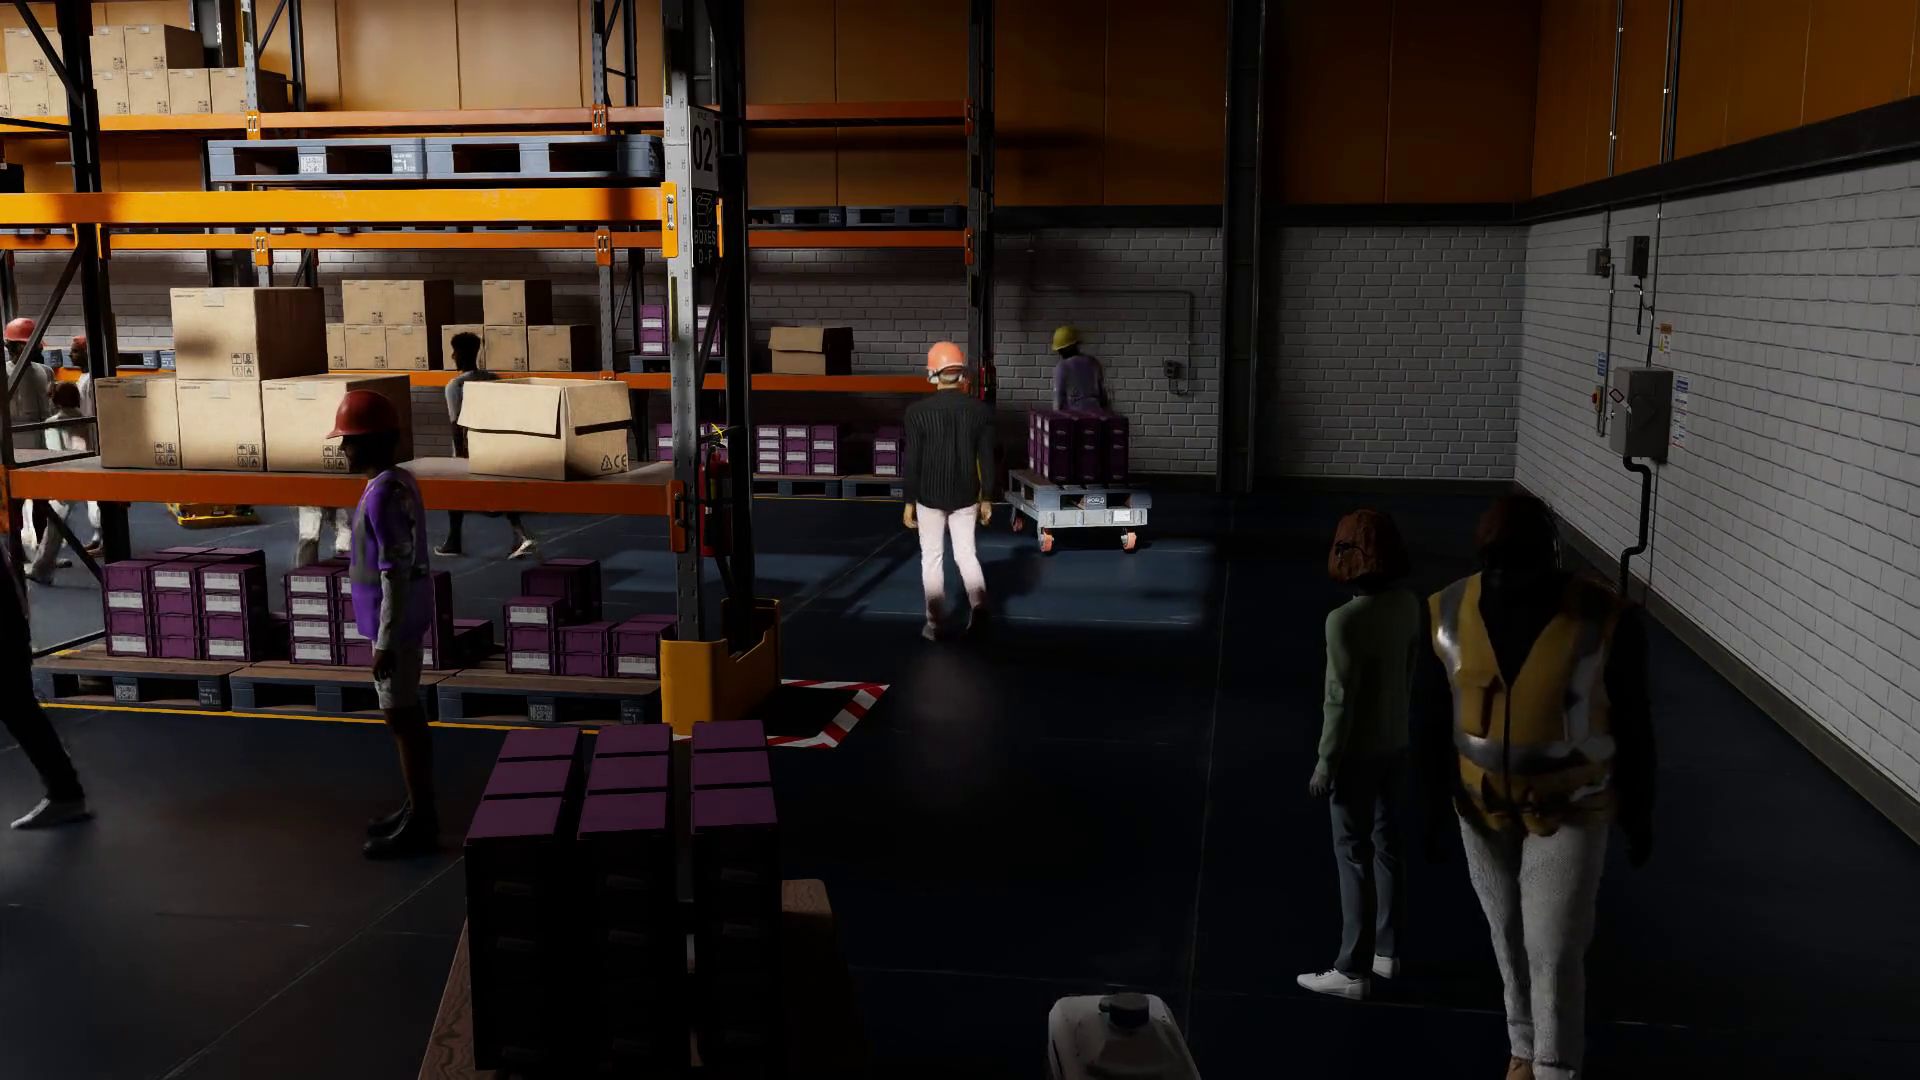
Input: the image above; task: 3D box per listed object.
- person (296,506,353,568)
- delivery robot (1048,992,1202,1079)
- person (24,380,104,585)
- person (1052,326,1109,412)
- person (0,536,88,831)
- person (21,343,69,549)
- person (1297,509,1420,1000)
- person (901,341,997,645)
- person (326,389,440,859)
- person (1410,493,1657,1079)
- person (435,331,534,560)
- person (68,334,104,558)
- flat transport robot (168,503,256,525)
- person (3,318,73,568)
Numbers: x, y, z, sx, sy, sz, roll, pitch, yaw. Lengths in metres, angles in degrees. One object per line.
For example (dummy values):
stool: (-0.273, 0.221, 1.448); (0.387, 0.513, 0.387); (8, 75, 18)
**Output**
person: (-4.500, -0.321, 11.950); (0.637, 1.614, 0.548); (-1, 9, -9)
delivery robot: (0.431, 1.406, 4.267); (0.477, 0.478, 0.707); (-1, 9, -4)
person: (-6.797, -0.426, 12.719); (0.900, 1.585, 0.539); (2, 9, 14)
person: (1.226, -1.161, 16.404); (0.763, 1.887, 0.357); (-6, 11, -32)
person: (-4.208, 0.372, 6.920); (0.601, 1.856, 1.010); (9, 13, 43)
person: (-8.112, -0.847, 14.559); (0.633, 1.842, 0.429); (8, 12, 41)
person: (1.341, 0.709, 5.544); (0.284, 1.633, 0.500); (8, 12, 42)
person: (-0.059, -0.280, 10.645); (0.619, 1.975, 0.722); (-3, 10, -16)
person: (-2.375, 0.346, 6.866); (0.376, 1.932, 0.551); (-2, 9, -13)
person: (1.547, 0.772, 4.632); (0.646, 1.805, 0.768); (7, 11, 37)
person: (-4.009, -0.783, 13.917); (0.970, 1.928, 0.607); (6, 11, 35)
person: (-7.345, -0.795, 14.100); (0.354, 1.884, 0.576); (-7, 12, -38)
flat transport robot: (-7.341, -0.343, 16.285); (0.652, 0.197, 1.431); (-5, 10, -29)
person: (-7.473, -0.757, 13.368); (0.371, 2.046, 0.606); (3, 10, 19)
